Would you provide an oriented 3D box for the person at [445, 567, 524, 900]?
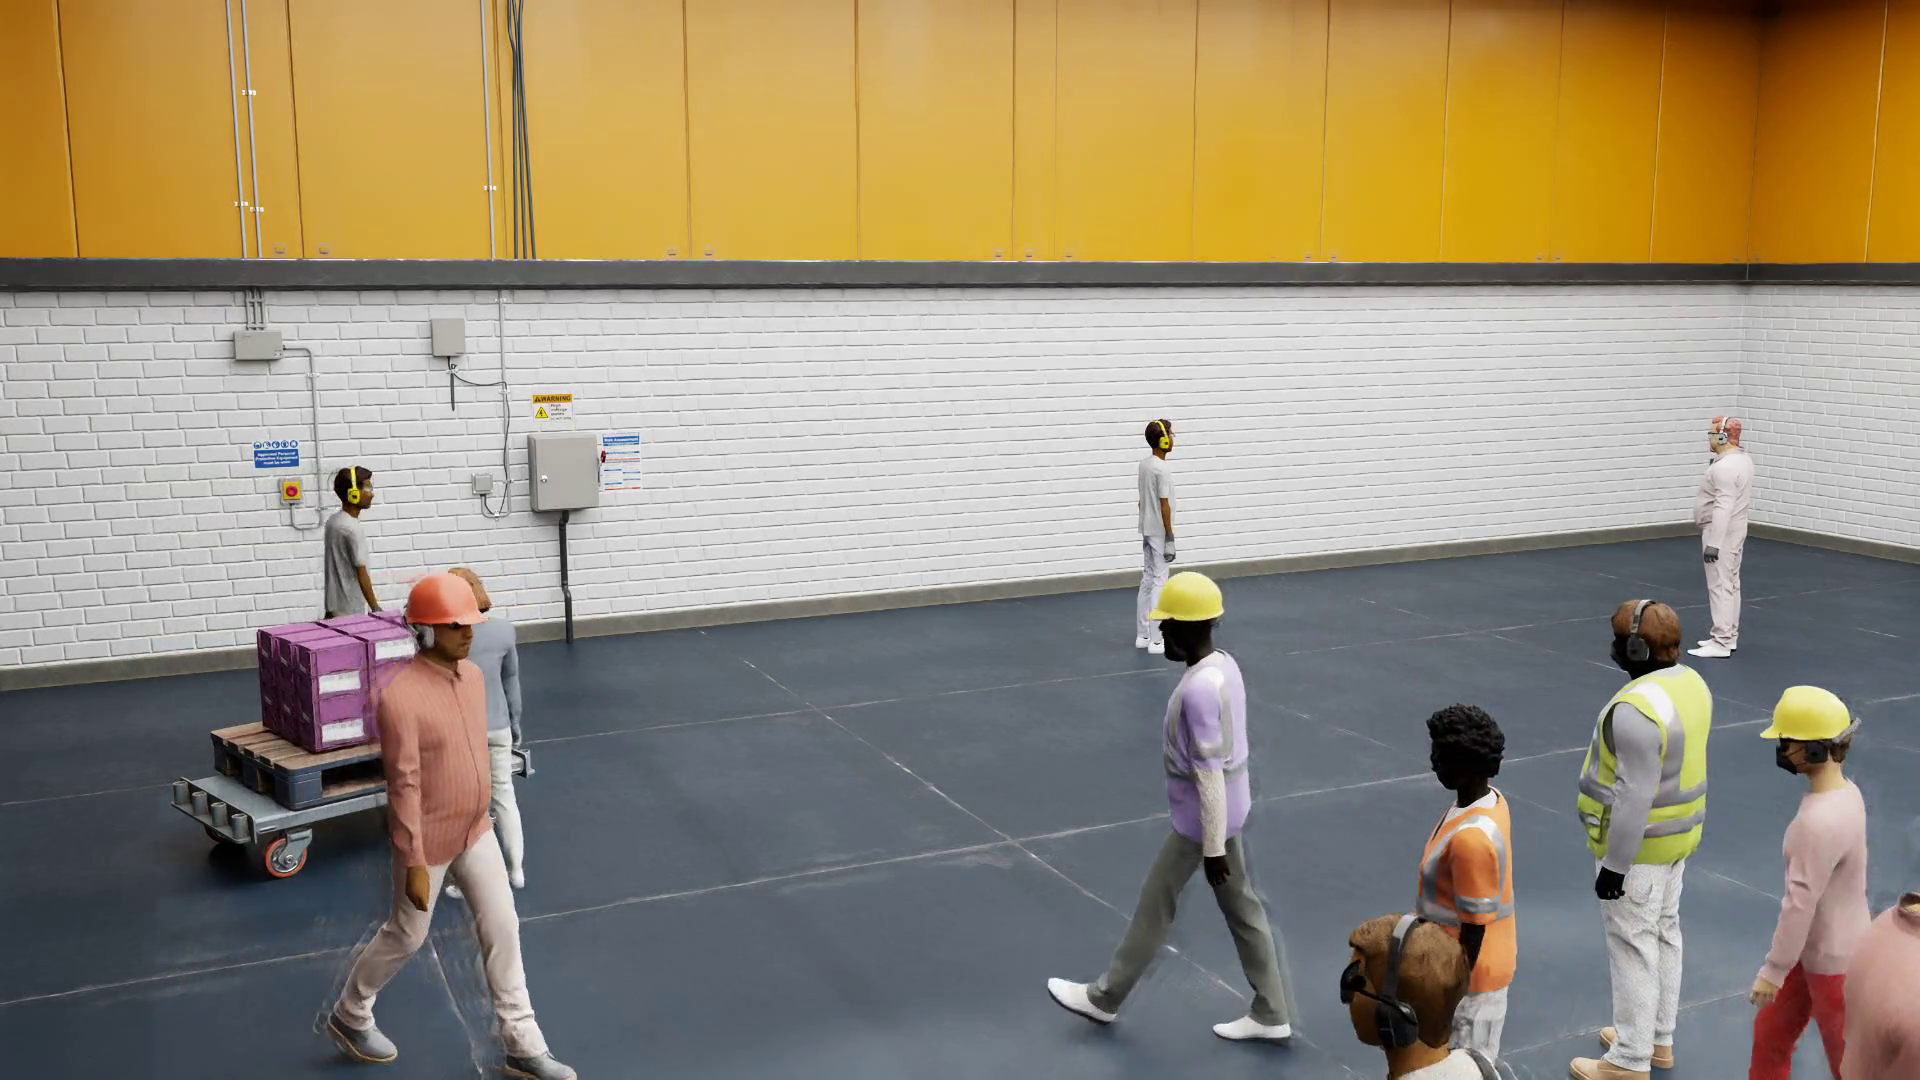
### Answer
[{"bbox_3d":[-2.347,0.935,8.034,0.283,1.631,0.508,8,12,41],"label":"person"}]

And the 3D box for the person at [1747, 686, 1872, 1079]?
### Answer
[{"bbox_3d":[2.827,1.327,5.330,0.822,1.722,0.526,5,10,27],"label":"person"}]

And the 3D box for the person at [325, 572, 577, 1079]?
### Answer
[{"bbox_3d":[-1.979,1.077,6.208,1.022,1.958,0.621,3,10,20],"label":"person"}]

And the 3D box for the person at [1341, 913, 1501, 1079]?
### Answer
[{"bbox_3d":[0.787,1.600,3.332,0.882,1.811,0.547,9,13,43],"label":"person"}]

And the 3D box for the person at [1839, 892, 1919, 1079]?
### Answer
[{"bbox_3d":[2.195,1.510,3.829,1.020,1.849,0.651,3,10,17],"label":"person"}]

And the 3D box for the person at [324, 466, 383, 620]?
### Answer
[{"bbox_3d":[-3.784,0.441,10.534,0.991,1.814,0.562,-6,11,-31],"label":"person"}]

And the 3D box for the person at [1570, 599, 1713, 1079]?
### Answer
[{"bbox_3d":[2.522,1.128,6.196,0.429,1.839,0.634,8,12,41],"label":"person"}]

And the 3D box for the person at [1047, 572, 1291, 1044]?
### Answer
[{"bbox_3d":[0.862,1.051,6.524,0.991,1.874,0.614,3,10,18],"label":"person"}]

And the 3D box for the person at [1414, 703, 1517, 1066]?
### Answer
[{"bbox_3d":[1.596,1.350,5.272,0.319,1.692,0.533,3,10,19],"label":"person"}]

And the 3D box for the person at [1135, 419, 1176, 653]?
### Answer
[{"bbox_3d":[1.593,-0.031,13.274,0.328,1.877,0.512,-3,10,-17],"label":"person"}]

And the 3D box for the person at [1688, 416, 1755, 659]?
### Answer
[{"bbox_3d":[5.993,-0.024,13.131,0.401,1.907,0.648,7,11,37],"label":"person"}]
